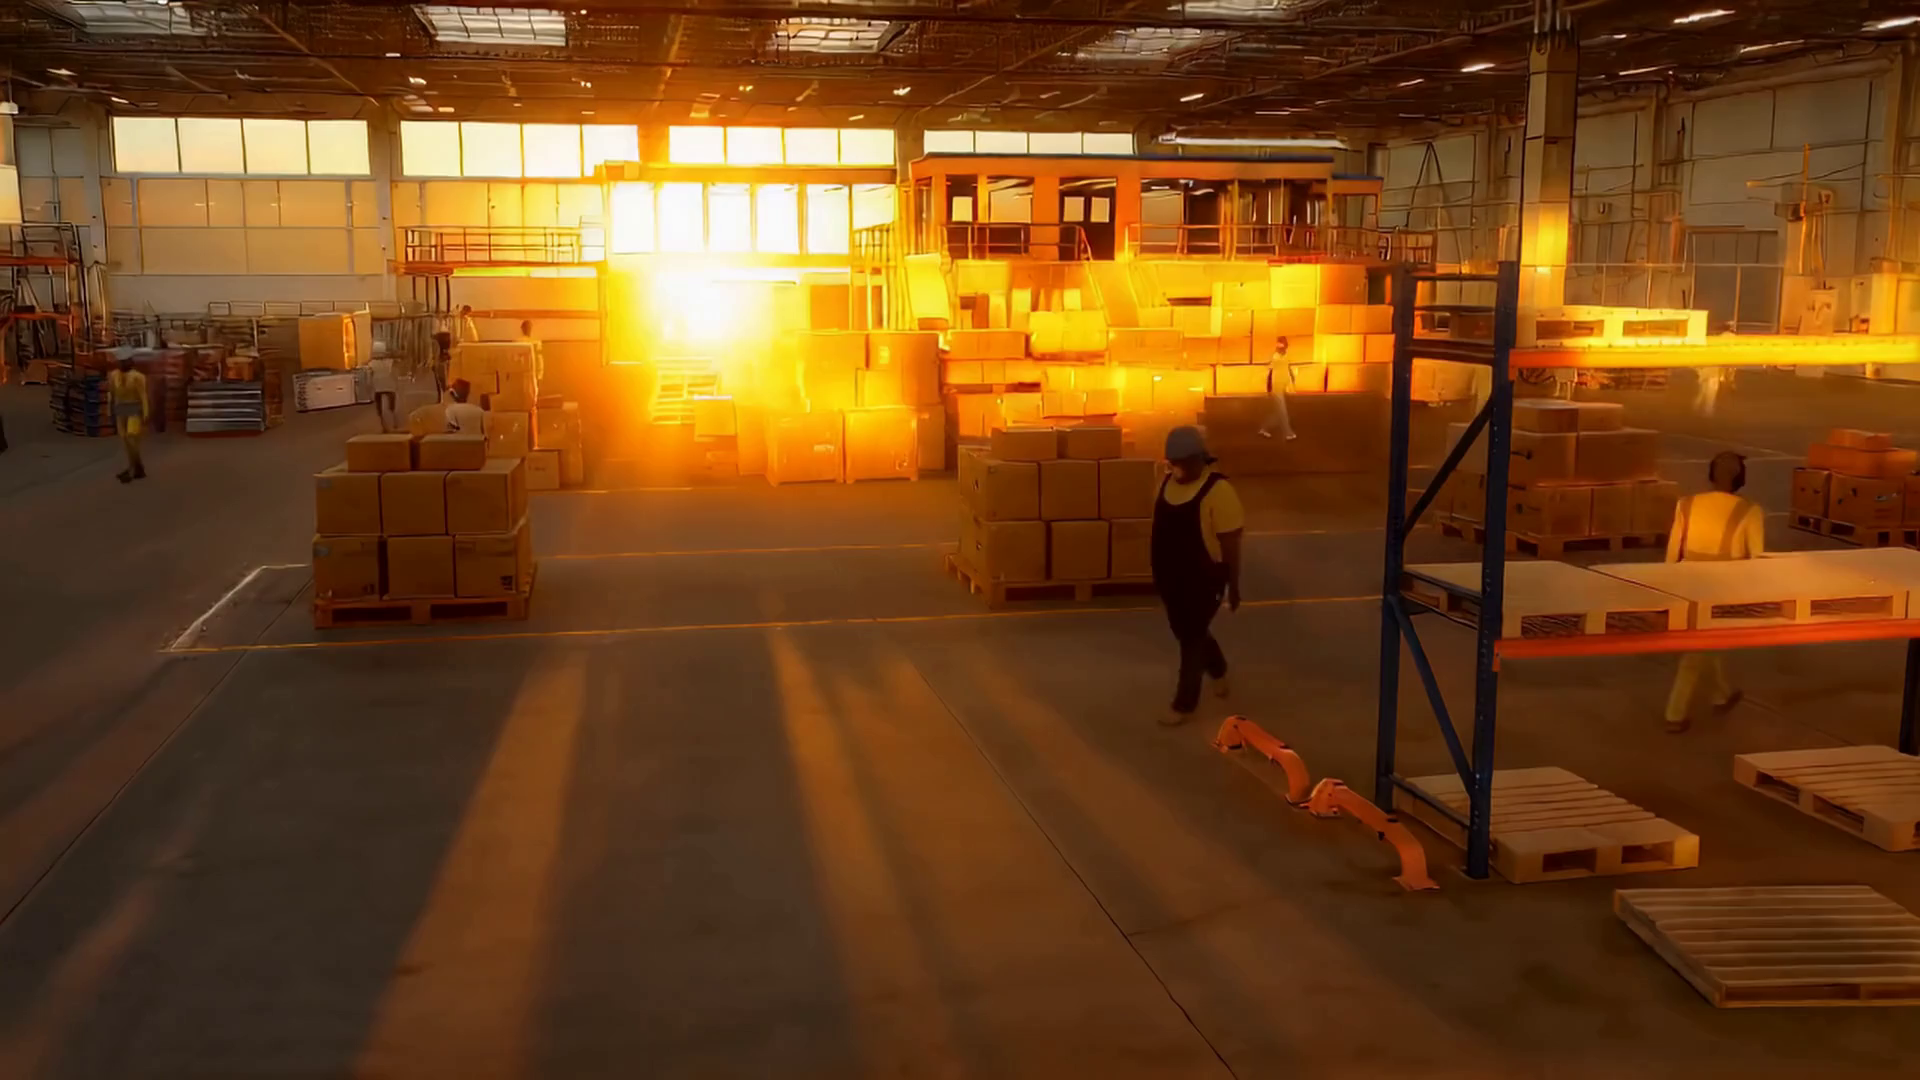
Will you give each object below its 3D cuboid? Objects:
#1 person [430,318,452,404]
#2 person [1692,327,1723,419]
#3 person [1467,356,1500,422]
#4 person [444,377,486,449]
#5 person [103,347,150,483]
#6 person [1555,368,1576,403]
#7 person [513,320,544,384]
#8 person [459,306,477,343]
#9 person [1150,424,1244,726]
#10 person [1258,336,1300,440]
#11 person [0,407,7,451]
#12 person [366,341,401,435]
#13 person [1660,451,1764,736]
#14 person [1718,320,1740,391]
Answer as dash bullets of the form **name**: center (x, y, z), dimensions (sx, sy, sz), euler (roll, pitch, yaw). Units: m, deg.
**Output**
- **person**: center (-11.158, -3.809, 35.783), dimensions (0.398, 1.915, 0.589), euler (3, 10, 19)
- **person**: center (14.854, -3.300, 32.939), dimensions (0.444, 1.824, 0.647), euler (-3, 10, -17)
- **person**: center (8.540, -2.341, 26.833), dimensions (0.630, 1.921, 0.594), euler (-1, 9, -7)
- **person**: center (-5.182, -0.774, 17.434), dimensions (0.333, 1.866, 0.515), euler (7, 11, 35)
- **person**: center (-11.734, -1.765, 23.431), dimensions (0.552, 1.886, 1.012), euler (0, 9, 0)
- **person**: center (11.064, -2.940, 30.409), dimensions (0.543, 1.939, 0.355), euler (-8, 12, -41)
- **person**: center (-8.781, -3.490, 33.808), dimensions (0.620, 1.936, 0.502), euler (0, 9, -2)
- **person**: center (-14.809, -6.125, 50.107), dimensions (0.517, 1.843, 0.326), euler (0, 9, -2)
- **person**: center (1.627, 0.174, 11.117), dimensions (0.894, 2.000, 0.719), euler (-7, 12, -38)
- **person**: center (5.608, -2.675, 29.180), dimensions (0.533, 1.823, 0.989), euler (-9, 13, -44)
- **person**: center (-11.974, -1.265, 20.310), dimensions (0.581, 1.895, 0.927), euler (-3, 10, -19)
- **person**: center (-9.928, -2.556, 28.656), dimensions (0.543, 1.733, 0.499), euler (-1, 9, -8)
- **person**: center (4.886, 0.338, 10.792), dimensions (1.017, 1.824, 0.561), euler (-6, 11, -32)
- **person**: center (18.679, -4.462, 40.344), dimensions (0.754, 1.713, 0.506), euler (-7, 11, -35)
